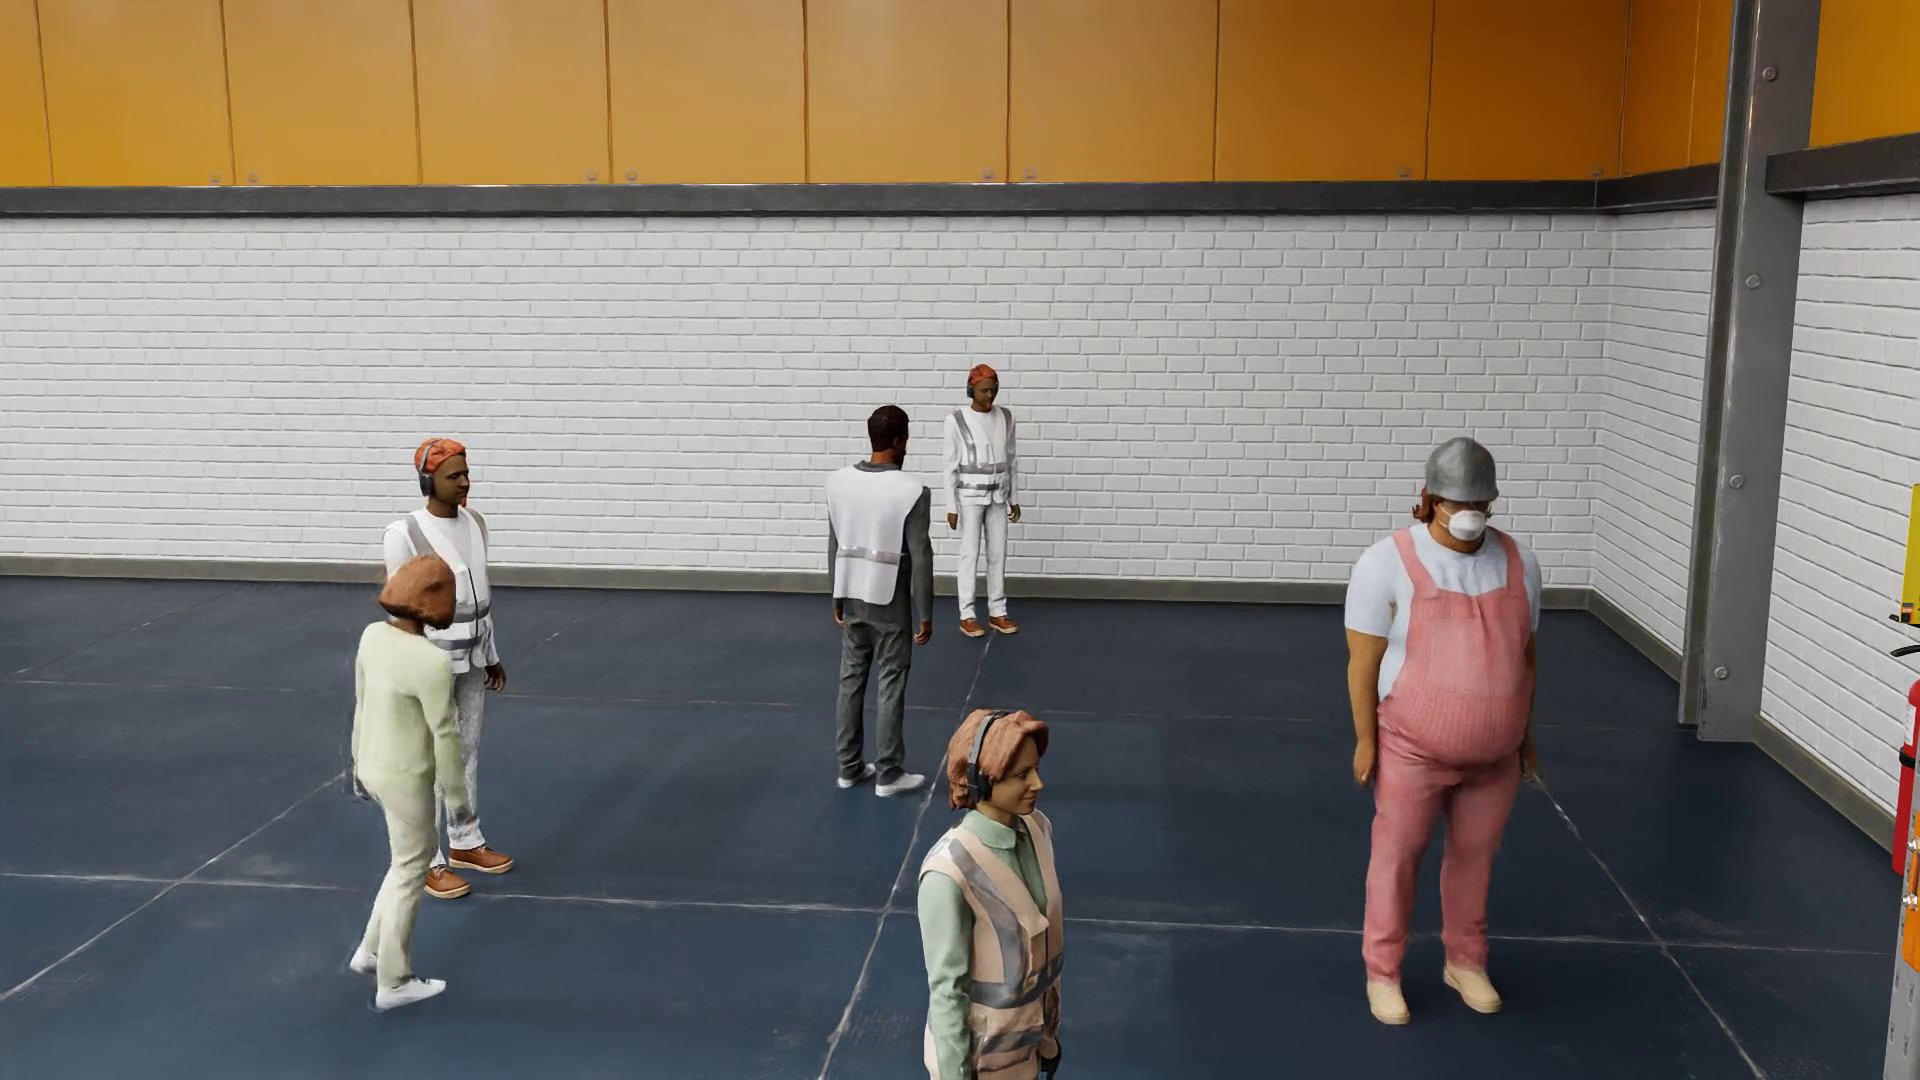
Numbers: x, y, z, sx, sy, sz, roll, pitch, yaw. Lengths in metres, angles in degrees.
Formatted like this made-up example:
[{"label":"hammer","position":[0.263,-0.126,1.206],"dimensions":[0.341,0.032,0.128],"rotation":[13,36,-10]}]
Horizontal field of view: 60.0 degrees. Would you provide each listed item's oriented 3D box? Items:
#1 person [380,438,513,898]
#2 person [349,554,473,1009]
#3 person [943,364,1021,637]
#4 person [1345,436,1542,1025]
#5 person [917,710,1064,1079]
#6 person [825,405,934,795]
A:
[{"label":"person","position":[-2.118,0.517,6.905],"dimensions":[0.354,1.883,0.573],"rotation":[4,11,22]},{"label":"person","position":[-1.914,0.845,5.787],"dimensions":[0.529,1.607,0.376],"rotation":[9,13,42]},{"label":"person","position":[0.153,-0.270,11.435],"dimensions":[0.587,1.878,0.370],"rotation":[-6,12,-32]},{"label":"person","position":[1.684,0.649,5.696],"dimensions":[0.689,2.000,0.536],"rotation":[-2,10,-9]},{"label":"person","position":[0.074,1.182,3.792],"dimensions":[0.307,1.641,0.514],"rotation":[5,11,26]},{"label":"person","position":[-0.397,0.301,8.093],"dimensions":[0.597,1.907,0.400],"rotation":[6,12,31]}]
